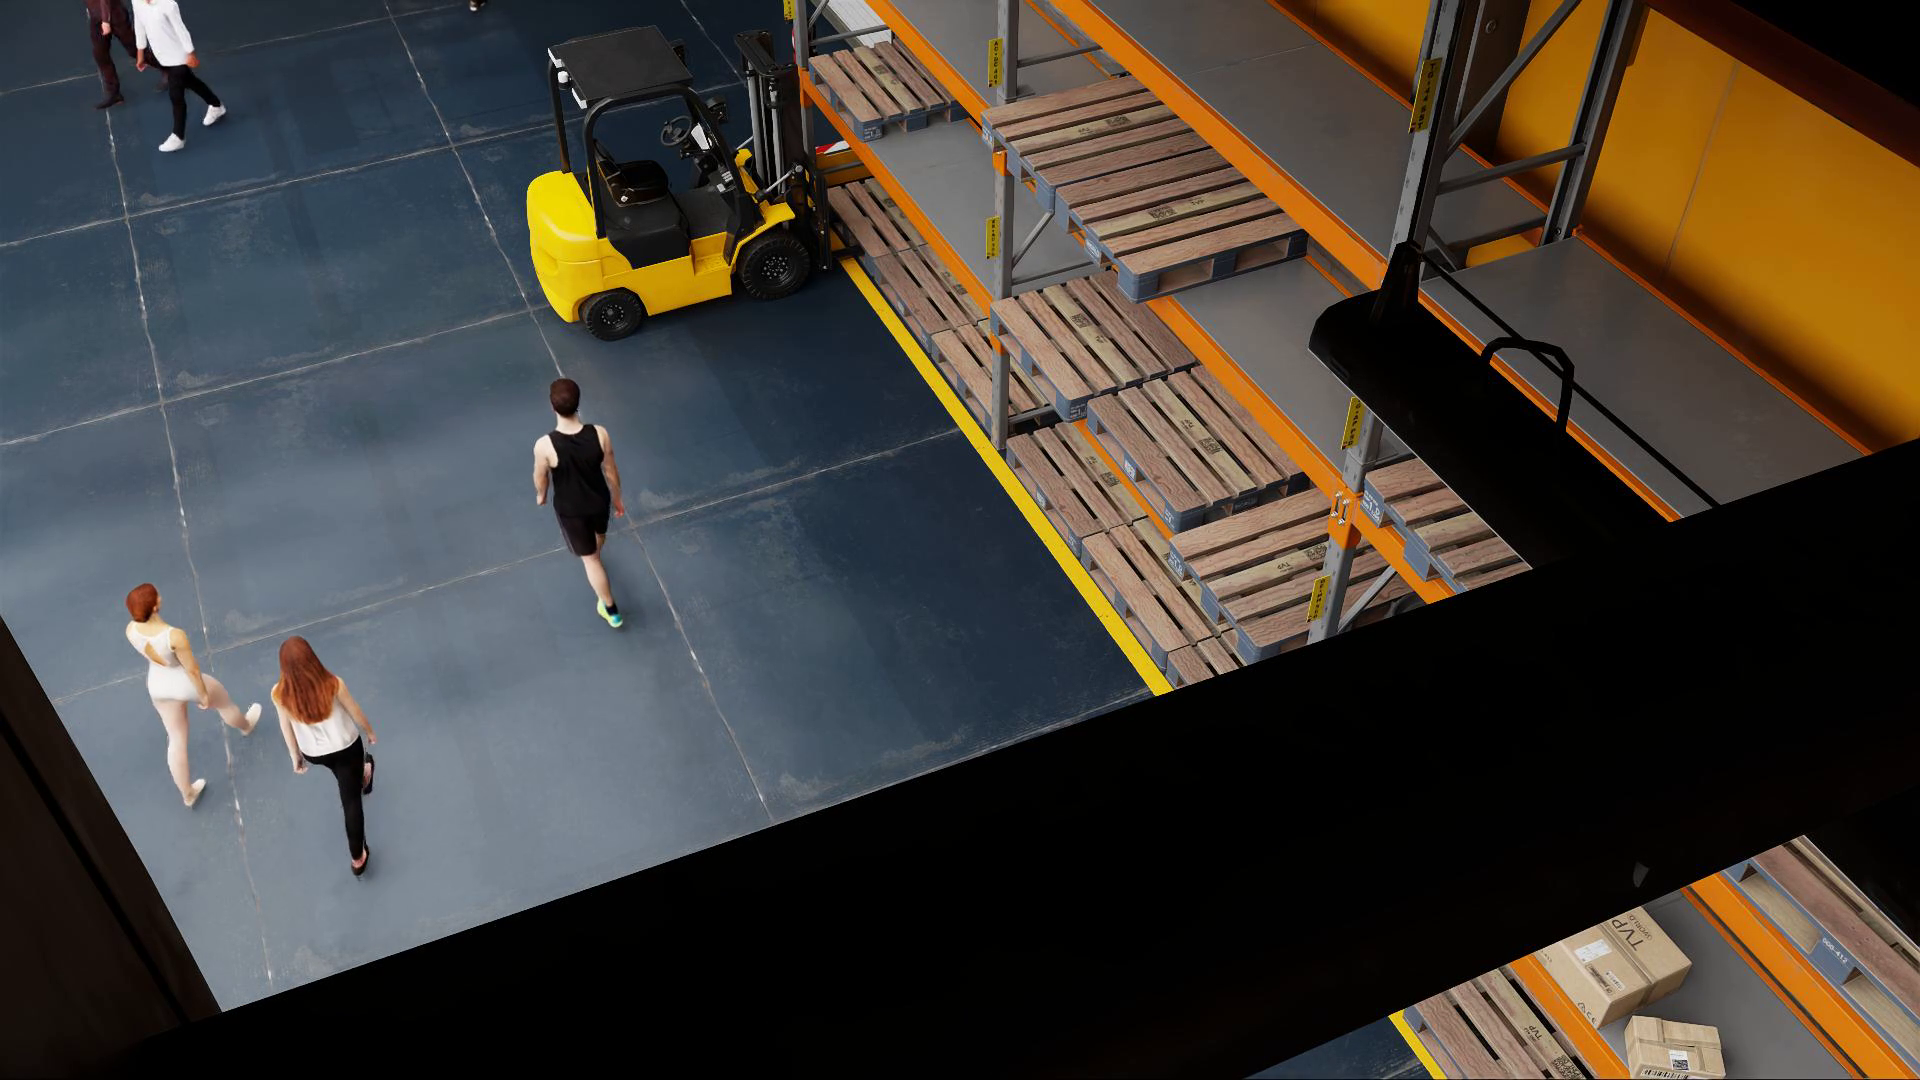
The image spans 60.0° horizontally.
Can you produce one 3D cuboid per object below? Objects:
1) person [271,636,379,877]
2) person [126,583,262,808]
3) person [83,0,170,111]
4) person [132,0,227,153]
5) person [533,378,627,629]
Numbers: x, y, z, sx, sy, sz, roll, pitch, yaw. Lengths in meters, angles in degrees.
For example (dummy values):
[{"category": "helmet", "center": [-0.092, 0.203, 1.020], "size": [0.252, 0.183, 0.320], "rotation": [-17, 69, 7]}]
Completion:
[{"category": "person", "center": [-3.645, 1.267, 9.644], "size": [0.849, 1.672, 1.184], "rotation": [-4, 44, -4]}, {"category": "person", "center": [-4.744, 0.954, 10.028], "size": [0.882, 1.597, 1.106], "rotation": [3, 44, 3]}, {"category": "person", "center": [-8.262, -5.182, 16.288], "size": [1.197, 1.846, 1.112], "rotation": [24, 49, 23]}, {"category": "person", "center": [-7.440, -4.661, 15.806], "size": [1.169, 1.757, 1.161], "rotation": [19, 47, 18]}, {"category": "person", "center": [-2.483, -0.180, 11.044], "size": [0.749, 1.837, 1.165], "rotation": [-23, 48, -22]}]
